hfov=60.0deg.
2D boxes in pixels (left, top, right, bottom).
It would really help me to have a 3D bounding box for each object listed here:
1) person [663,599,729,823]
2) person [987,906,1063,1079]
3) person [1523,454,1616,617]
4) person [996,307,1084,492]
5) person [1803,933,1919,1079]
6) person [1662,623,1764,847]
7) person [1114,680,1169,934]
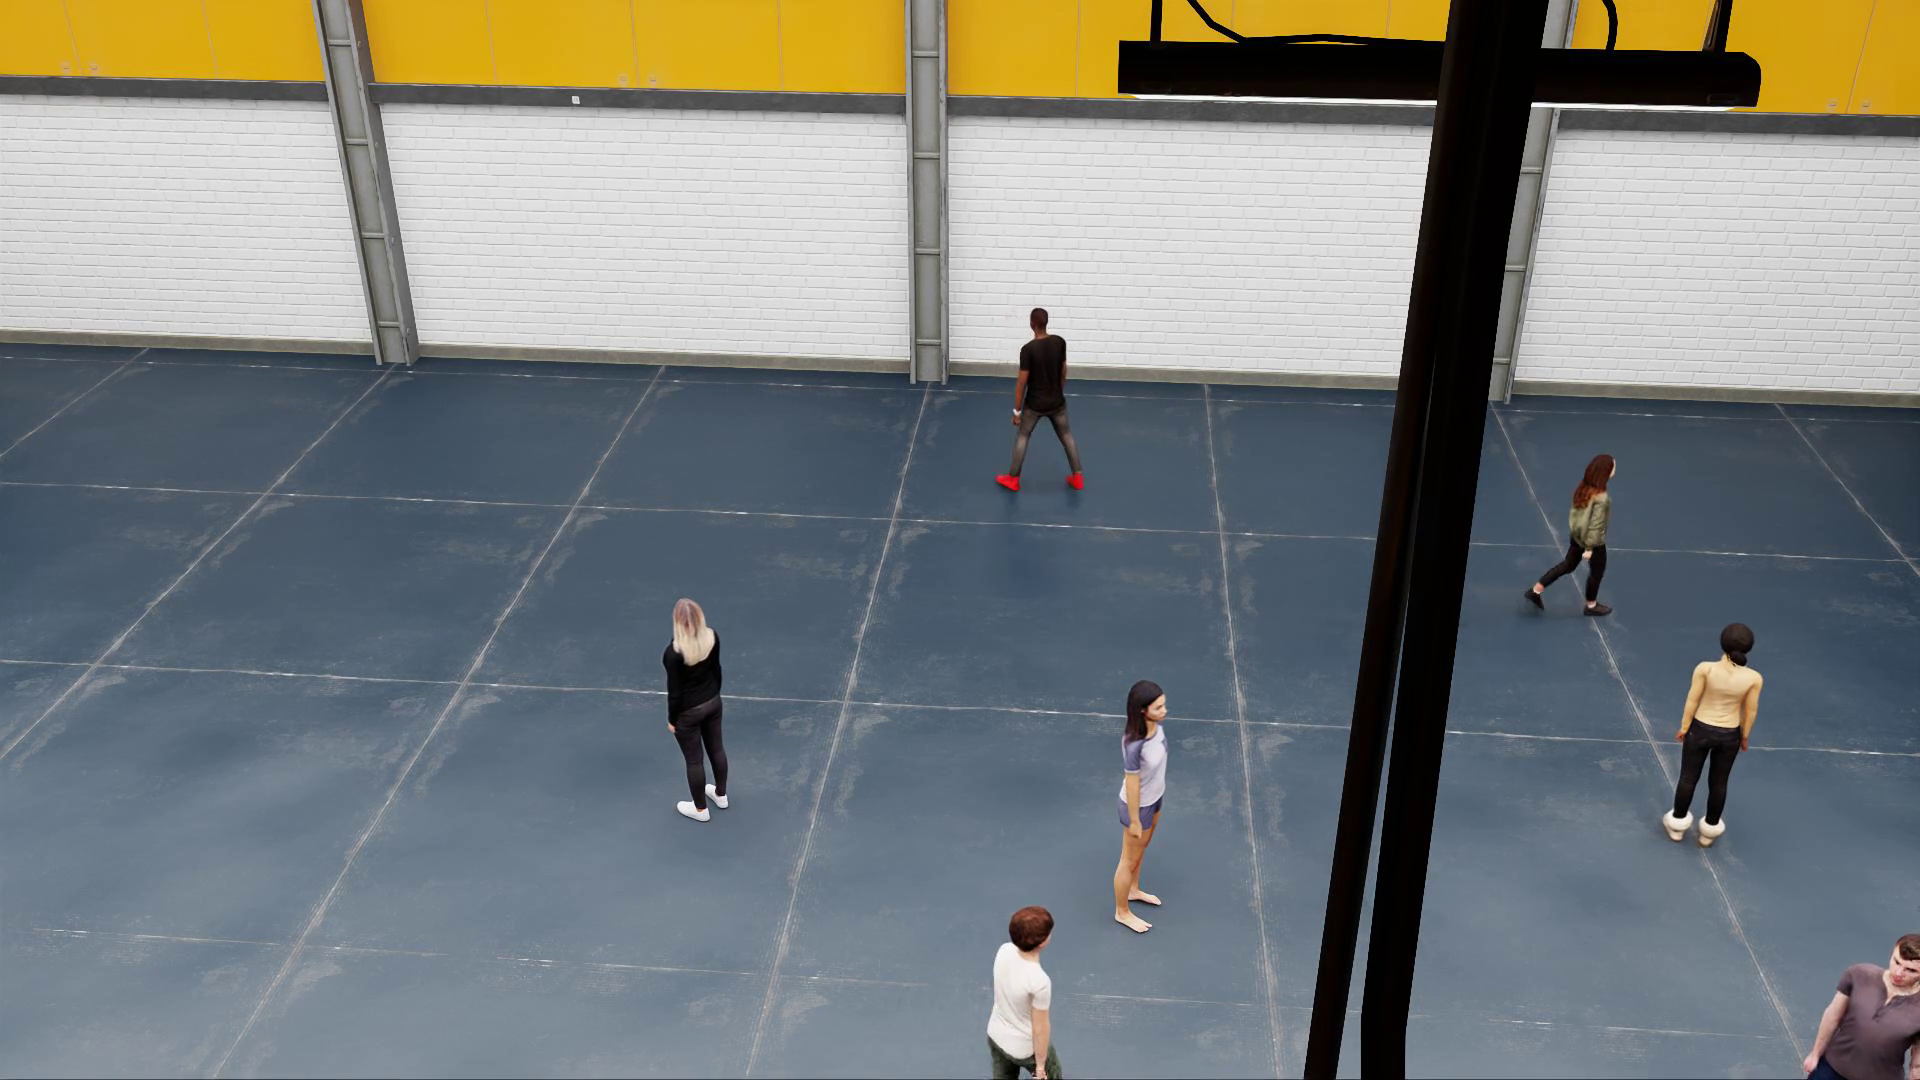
[{"bbox_3d":[-1.757,1.134,11.136,0.721,1.687,0.686,24,37,37],"label":"person"},{"bbox_3d":[0.240,2.600,8.498,0.791,1.640,0.729,-24,37,-37],"label":"person"},{"bbox_3d":[5.006,-0.009,13.480,0.990,1.450,0.666,-2,29,-4],"label":"person"},{"bbox_3d":[0.744,-1.269,15.458,0.952,1.767,1.091,-11,31,-20],"label":"person"},{"bbox_3d":[4.510,2.625,8.246,0.976,1.838,0.915,-22,35,-34],"label":"person"},{"bbox_3d":[4.952,1.268,10.918,0.565,1.660,0.708,10,30,17],"label":"person"},{"bbox_3d":[1.111,1.605,10.224,0.611,1.734,0.642,12,31,20],"label":"person"}]
